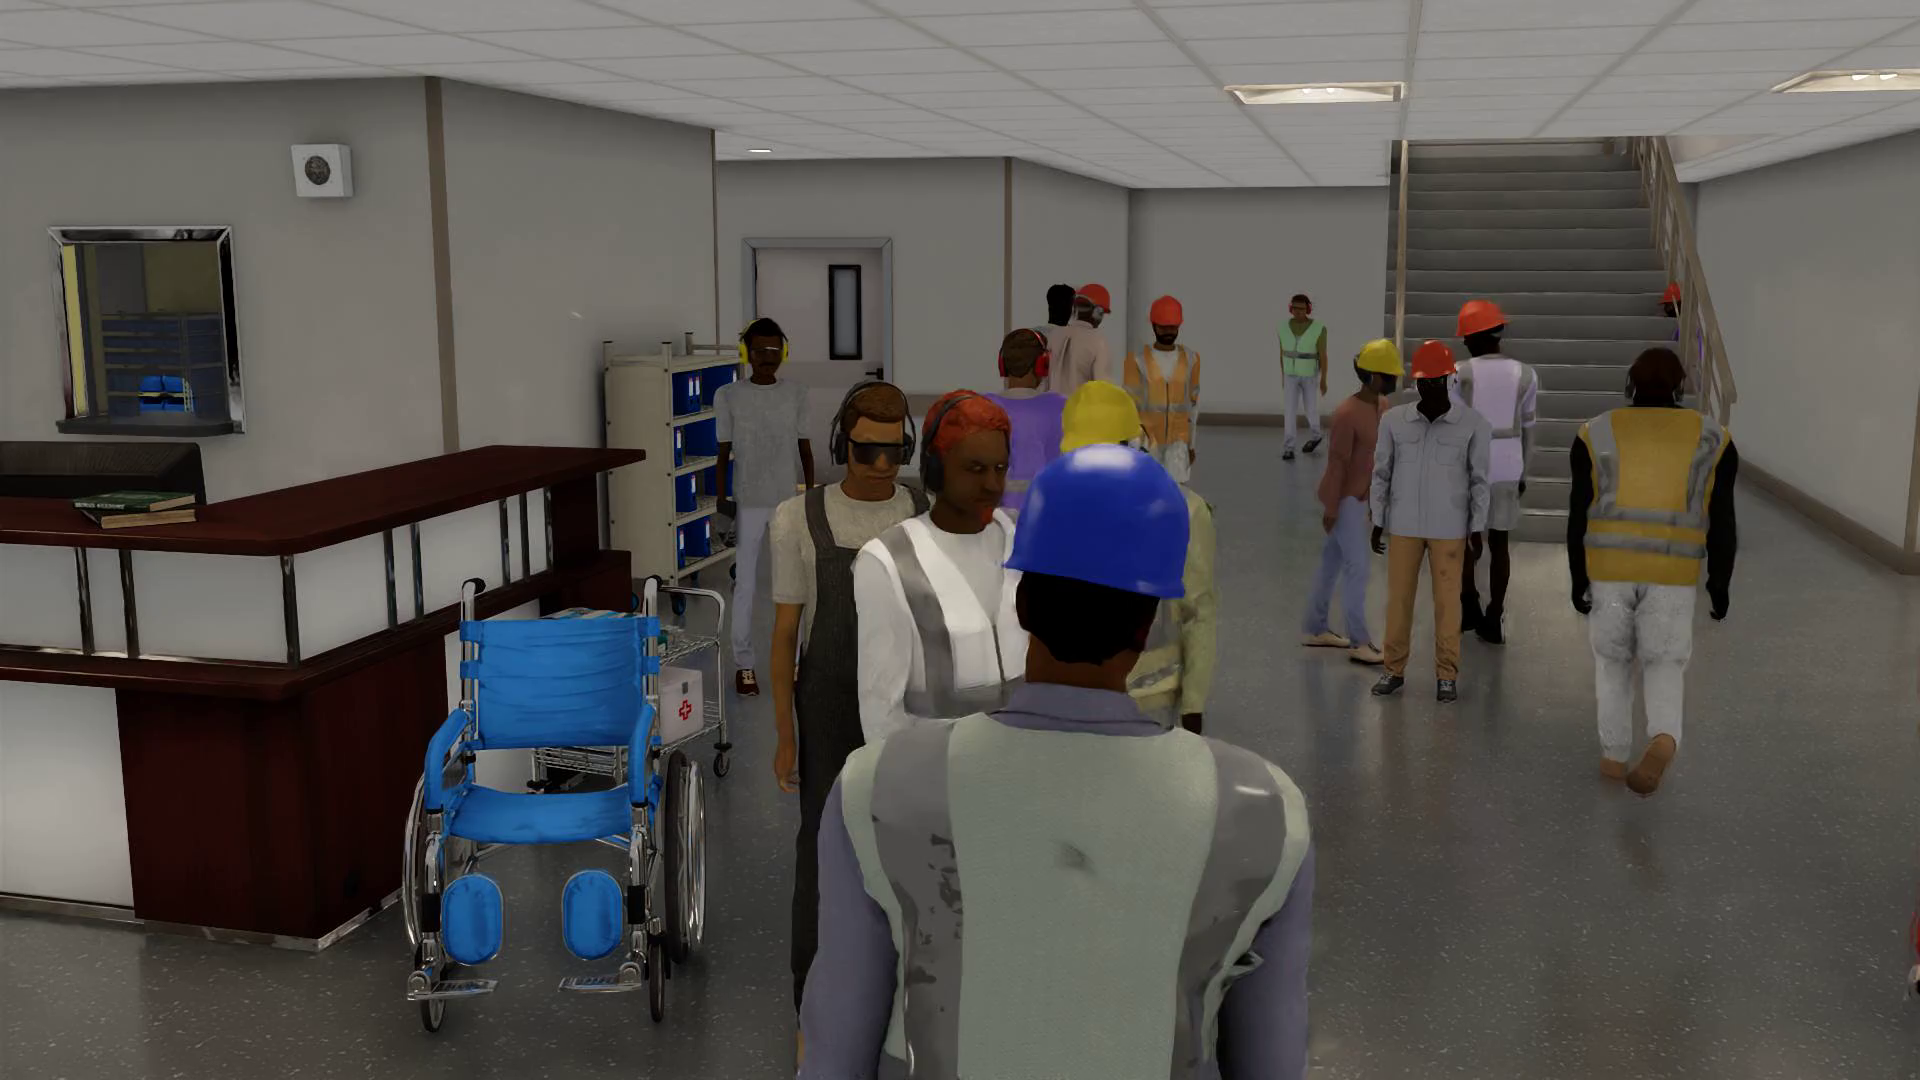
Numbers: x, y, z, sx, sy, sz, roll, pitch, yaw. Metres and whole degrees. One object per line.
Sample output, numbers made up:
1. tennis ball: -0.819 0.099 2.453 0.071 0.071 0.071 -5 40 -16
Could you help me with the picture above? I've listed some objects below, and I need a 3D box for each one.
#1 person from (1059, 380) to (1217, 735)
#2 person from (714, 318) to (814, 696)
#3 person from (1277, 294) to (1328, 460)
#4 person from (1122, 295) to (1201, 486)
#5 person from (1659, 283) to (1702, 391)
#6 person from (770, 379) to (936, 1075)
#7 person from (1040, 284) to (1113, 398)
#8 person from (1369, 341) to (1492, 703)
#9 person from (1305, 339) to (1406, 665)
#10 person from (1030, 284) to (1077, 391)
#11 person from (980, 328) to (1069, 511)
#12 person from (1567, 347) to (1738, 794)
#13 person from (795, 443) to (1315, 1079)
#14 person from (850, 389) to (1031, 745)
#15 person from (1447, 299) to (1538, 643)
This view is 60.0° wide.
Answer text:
1. person: 0.446 0.433 4.890 0.602 1.802 0.592 3 10 17
2. person: -0.952 -0.160 8.190 0.510 1.862 0.327 -3 10 -17
3. person: 3.744 -1.781 18.023 0.585 1.779 0.972 5 11 29
4. person: 1.342 -0.712 11.330 0.552 1.908 0.880 -1 10 -7
5. person: 6.407 -1.327 14.866 0.396 1.928 0.551 4 10 21
6. person: -0.245 0.495 4.382 0.506 1.841 0.344 -3 10 -17
7. person: 0.846 -0.888 12.180 0.571 1.955 0.649 -8 13 -39
8. person: 2.268 -0.089 8.077 0.572 1.751 0.329 5 11 25
9. person: 2.108 -0.208 8.884 0.622 1.716 0.526 7 12 36
10. person: 0.727 -0.995 12.851 0.615 1.951 0.389 7 12 37
11. person: 0.272 -0.005 7.326 0.567 1.841 0.375 1 10 7
12. person: 2.729 0.145 6.598 0.637 1.807 0.697 3 10 19
13. person: 0.112 0.846 2.062 0.630 1.925 0.452 -1 10 -3
14. person: 0.051 0.572 3.932 0.628 1.848 0.843 -8 12 -39
15. person: 2.940 -0.385 9.321 0.558 1.914 0.435 0 10 2
